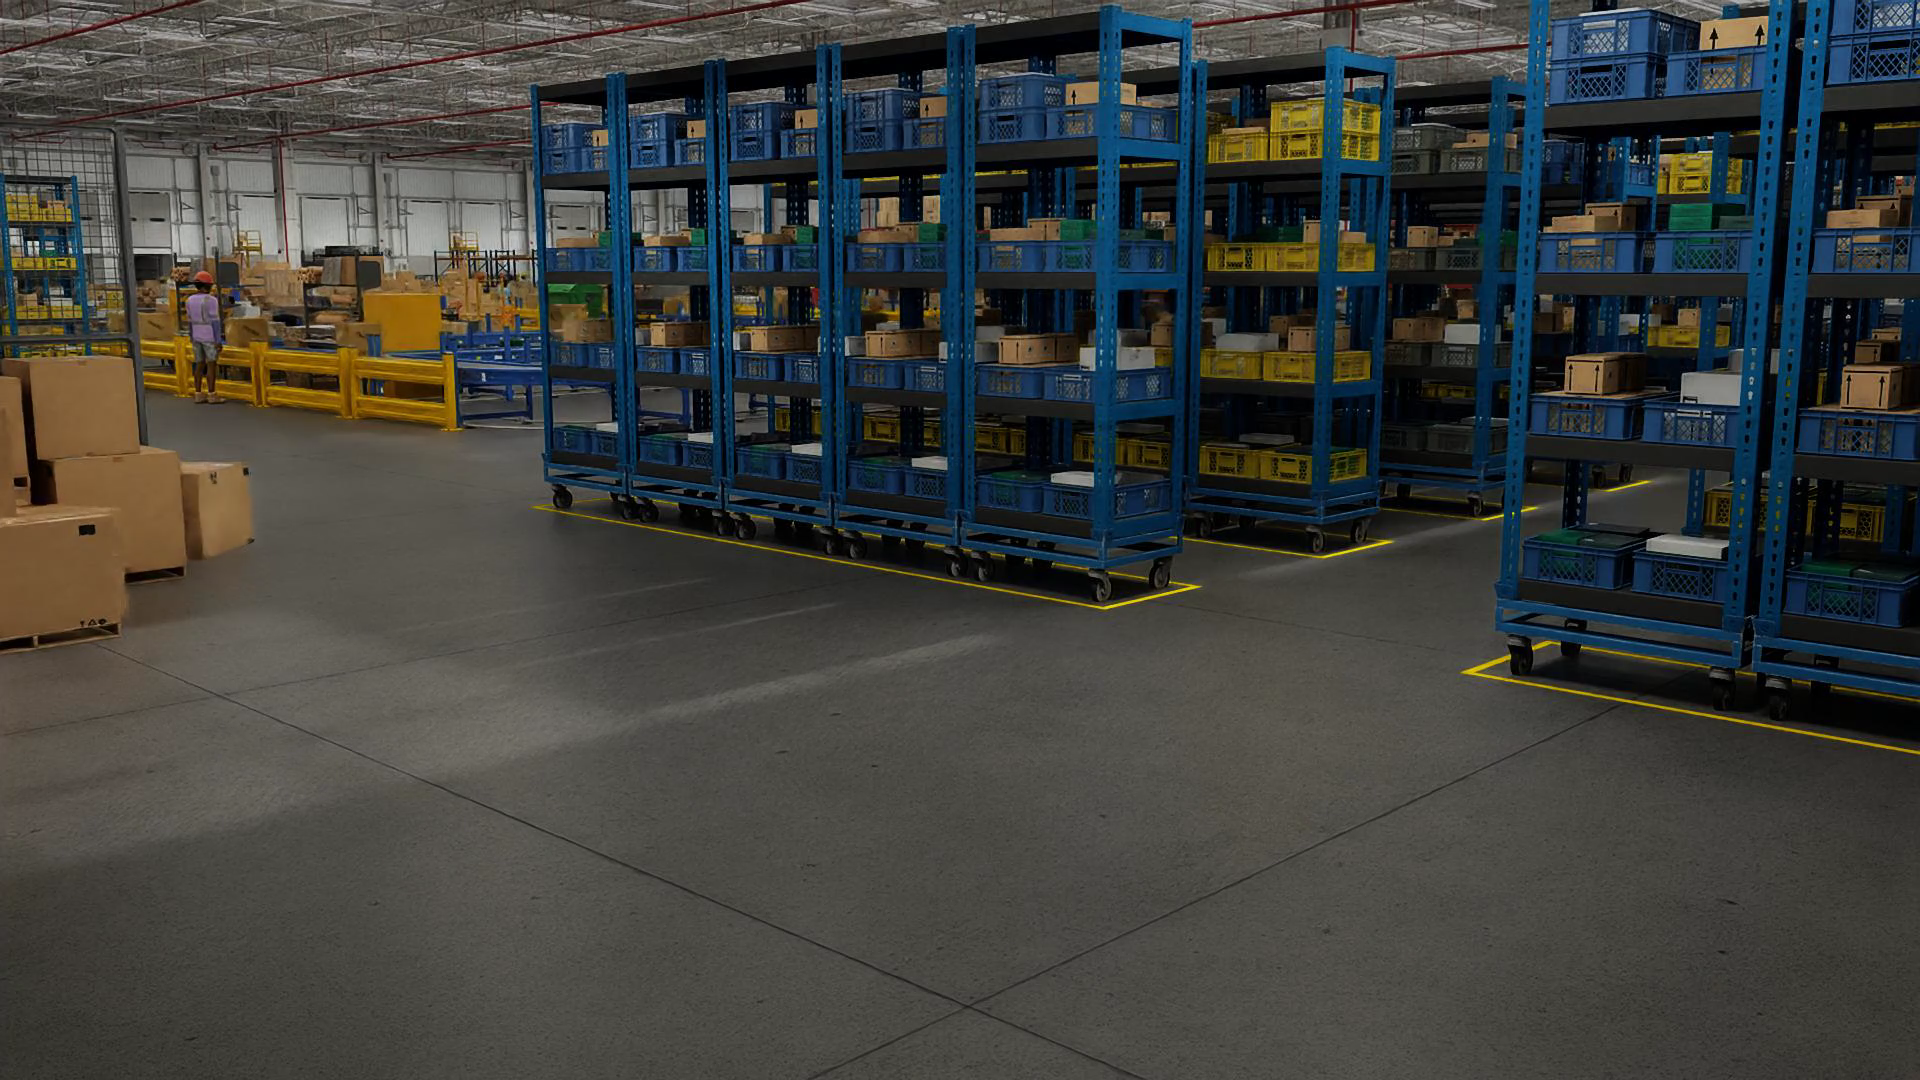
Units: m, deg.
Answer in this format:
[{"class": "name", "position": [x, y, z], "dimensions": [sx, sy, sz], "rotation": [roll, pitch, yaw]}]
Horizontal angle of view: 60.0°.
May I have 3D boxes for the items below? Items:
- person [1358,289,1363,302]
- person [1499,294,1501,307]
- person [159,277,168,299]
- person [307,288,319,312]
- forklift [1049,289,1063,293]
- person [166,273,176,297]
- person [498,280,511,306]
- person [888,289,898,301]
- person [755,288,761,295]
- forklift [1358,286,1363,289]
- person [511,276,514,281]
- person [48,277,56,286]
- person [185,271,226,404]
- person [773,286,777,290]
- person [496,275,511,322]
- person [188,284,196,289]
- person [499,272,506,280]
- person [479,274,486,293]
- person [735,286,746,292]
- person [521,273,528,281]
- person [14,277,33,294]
[{"class": "person", "position": [5.601, -2.743, 24.095], "dimensions": [0.692, 1.791, 0.646], "rotation": [1, 9, 4]}, {"class": "person", "position": [10.452, -4.248, 32.980], "dimensions": [0.990, 1.890, 0.619], "rotation": [2, 10, 13]}, {"class": "person", "position": [-34.211, -10.428, 71.376], "dimensions": [0.360, 1.727, 0.517], "rotation": [-1, 9, -5]}, {"class": "person", "position": [-24.480, -9.124, 62.962], "dimensions": [0.886, 1.890, 0.601], "rotation": [-4, 10, -21]}, {"class": "forklift", "position": [3.867, -10.176, 66.335], "dimensions": [1.873, 2.768, 1.129], "rotation": [9, 13, 43]}, {"class": "person", "position": [-32.727, -10.156, 69.113], "dimensions": [0.370, 1.934, 0.627], "rotation": [-1, 9, -7]}, {"class": "person", "position": [-15.993, -8.290, 58.420], "dimensions": [0.537, 1.692, 0.320], "rotation": [5, 11, 28]}, {"class": "person", "position": [-2.381, -8.652, 59.690], "dimensions": [0.375, 1.997, 0.612], "rotation": [4, 10, 21]}, {"class": "person", "position": [-7.418, -8.878, 61.841], "dimensions": [0.595, 1.742, 0.539], "rotation": [-1, 9, -6]}, {"class": "forklift", "position": [11.100, -7.017, 46.970], "dimensions": [1.873, 2.768, 1.129], "rotation": [9, 13, 43]}, {"class": "person", "position": [-25.257, -14.100, 94.036], "dimensions": [0.554, 1.677, 0.423], "rotation": [3, 10, 20]}, {"class": "person", "position": [-41.299, -11.183, 75.409], "dimensions": [0.632, 1.928, 0.543], "rotation": [0, 9, -2]}, {"class": "person", "position": [-11.549, -3.090, 25.503], "dimensions": [0.602, 2.035, 0.406], "rotation": [5, 10, 26]}, {"class": "person", "position": [-6.948, -8.995, 62.603], "dimensions": [0.371, 1.720, 0.554], "rotation": [-2, 9, -10]}, {"class": "person", "position": [-16.787, -8.774, 60.907], "dimensions": [0.514, 1.845, 0.396], "rotation": [7, 11, 36]}, {"class": "person", "position": [-26.966, -8.386, 58.500], "dimensions": [0.503, 1.862, 0.328], "rotation": [5, 11, 29]}, {"class": "person", "position": [-26.054, -14.279, 94.483], "dimensions": [0.657, 1.899, 0.515], "rotation": [4, 10, 21]}, {"class": "person", "position": [-17.587, -8.876, 61.421], "dimensions": [1.028, 1.874, 0.563], "rotation": [-4, 10, -22]}, {"class": "person", "position": [-8.395, -9.131, 62.499], "dimensions": [0.688, 2.000, 0.539], "rotation": [-1, 9, -6]}, {"class": "person", "position": [-22.777, -13.040, 86.991], "dimensions": [0.593, 1.871, 1.018], "rotation": [8, 12, 42]}, {"class": "person", "position": [-29.850, -7.540, 53.105], "dimensions": [0.542, 1.928, 0.399], "rotation": [-9, 13, -43]}]
